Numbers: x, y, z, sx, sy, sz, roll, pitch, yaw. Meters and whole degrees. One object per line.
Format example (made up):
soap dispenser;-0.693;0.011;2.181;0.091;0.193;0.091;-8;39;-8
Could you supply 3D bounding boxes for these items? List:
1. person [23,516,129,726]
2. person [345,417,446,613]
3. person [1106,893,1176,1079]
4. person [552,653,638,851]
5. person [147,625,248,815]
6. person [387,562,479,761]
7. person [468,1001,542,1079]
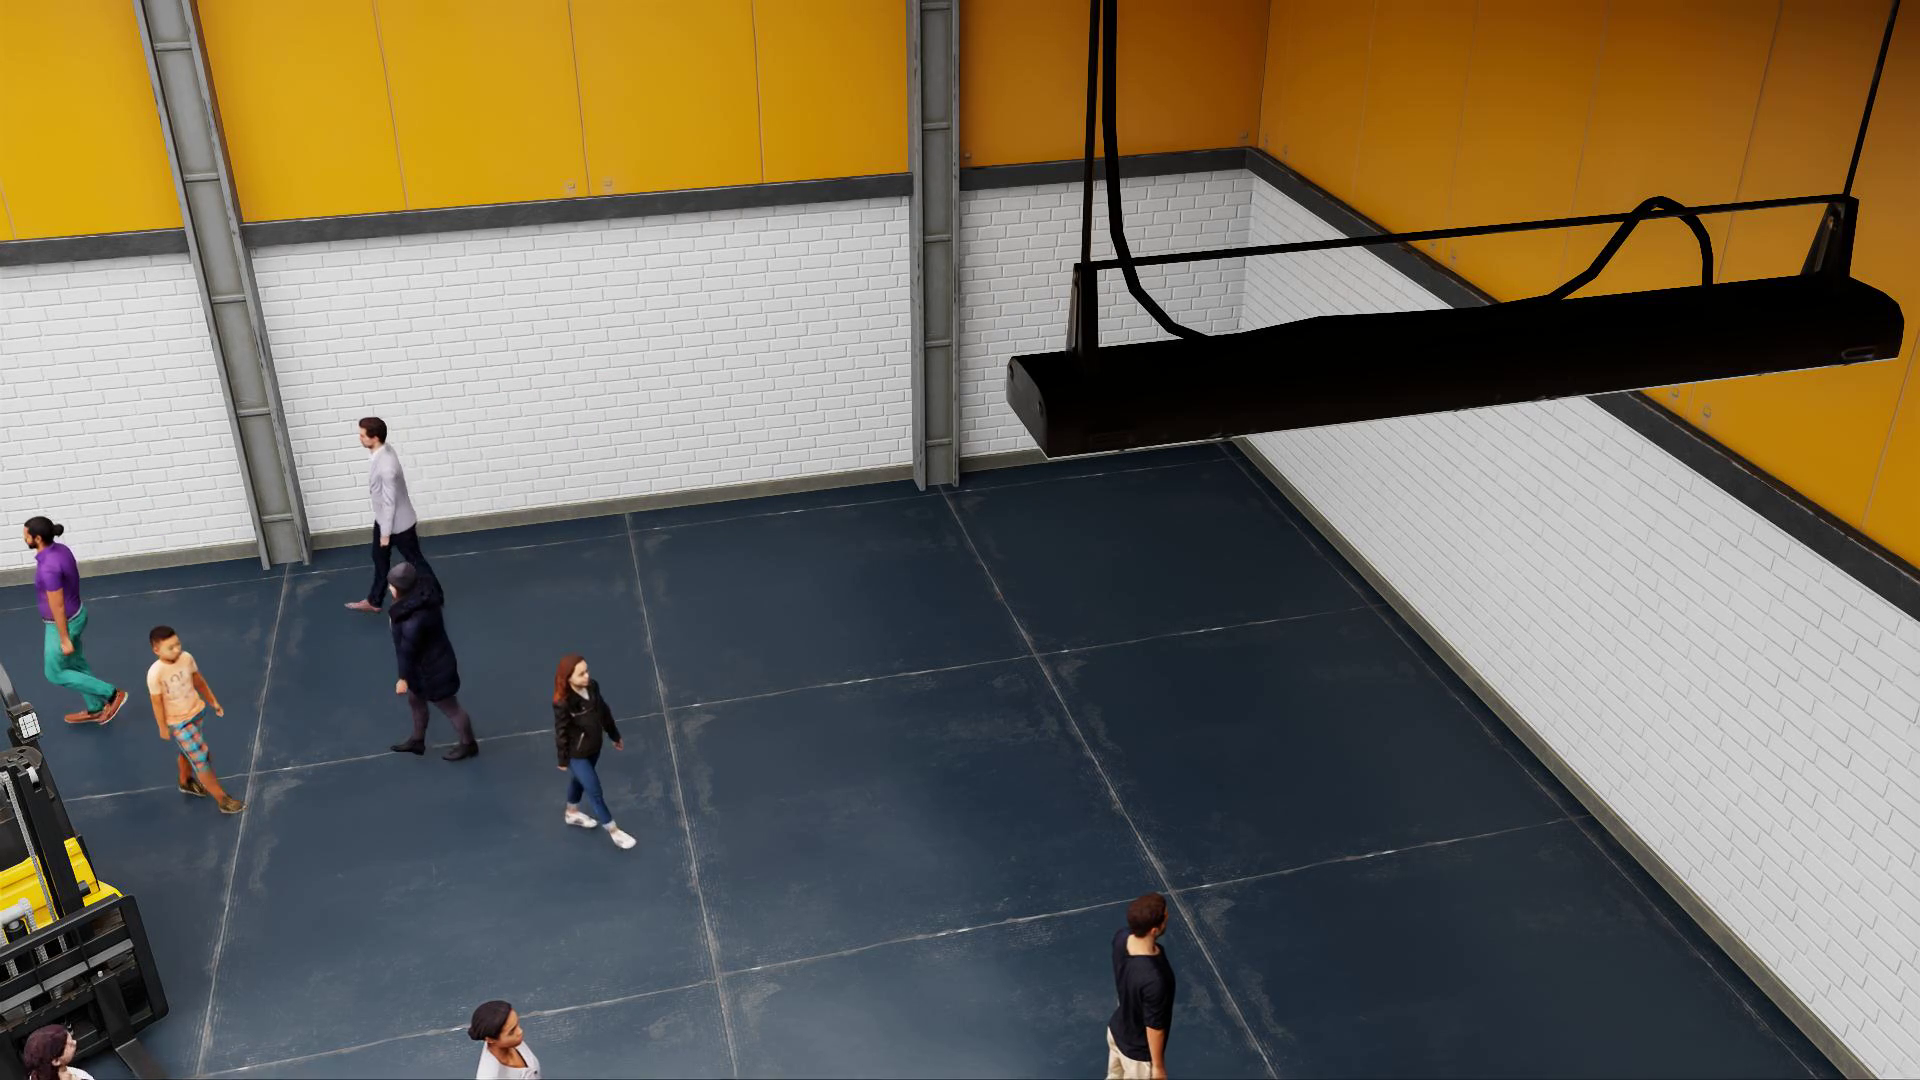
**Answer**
person;-6.501;0.613;12.275;0.734;1.758;0.677;-10;30;-18
person;-4.551;-0.189;13.678;1.066;1.822;0.831;-13;31;-22
person;0.904;2.576;8.579;0.562;1.851;0.643;-9;30;-16
person;-2.593;1.377;11.194;0.979;1.453;0.881;11;31;20
person;-5.422;1.217;11.505;0.989;1.435;0.842;8;30;15
person;-3.714;0.885;11.892;0.857;1.648;0.676;-9;30;-15
person;-2.162;2.912;8.082;0.596;1.737;0.675;-2;29;-4
